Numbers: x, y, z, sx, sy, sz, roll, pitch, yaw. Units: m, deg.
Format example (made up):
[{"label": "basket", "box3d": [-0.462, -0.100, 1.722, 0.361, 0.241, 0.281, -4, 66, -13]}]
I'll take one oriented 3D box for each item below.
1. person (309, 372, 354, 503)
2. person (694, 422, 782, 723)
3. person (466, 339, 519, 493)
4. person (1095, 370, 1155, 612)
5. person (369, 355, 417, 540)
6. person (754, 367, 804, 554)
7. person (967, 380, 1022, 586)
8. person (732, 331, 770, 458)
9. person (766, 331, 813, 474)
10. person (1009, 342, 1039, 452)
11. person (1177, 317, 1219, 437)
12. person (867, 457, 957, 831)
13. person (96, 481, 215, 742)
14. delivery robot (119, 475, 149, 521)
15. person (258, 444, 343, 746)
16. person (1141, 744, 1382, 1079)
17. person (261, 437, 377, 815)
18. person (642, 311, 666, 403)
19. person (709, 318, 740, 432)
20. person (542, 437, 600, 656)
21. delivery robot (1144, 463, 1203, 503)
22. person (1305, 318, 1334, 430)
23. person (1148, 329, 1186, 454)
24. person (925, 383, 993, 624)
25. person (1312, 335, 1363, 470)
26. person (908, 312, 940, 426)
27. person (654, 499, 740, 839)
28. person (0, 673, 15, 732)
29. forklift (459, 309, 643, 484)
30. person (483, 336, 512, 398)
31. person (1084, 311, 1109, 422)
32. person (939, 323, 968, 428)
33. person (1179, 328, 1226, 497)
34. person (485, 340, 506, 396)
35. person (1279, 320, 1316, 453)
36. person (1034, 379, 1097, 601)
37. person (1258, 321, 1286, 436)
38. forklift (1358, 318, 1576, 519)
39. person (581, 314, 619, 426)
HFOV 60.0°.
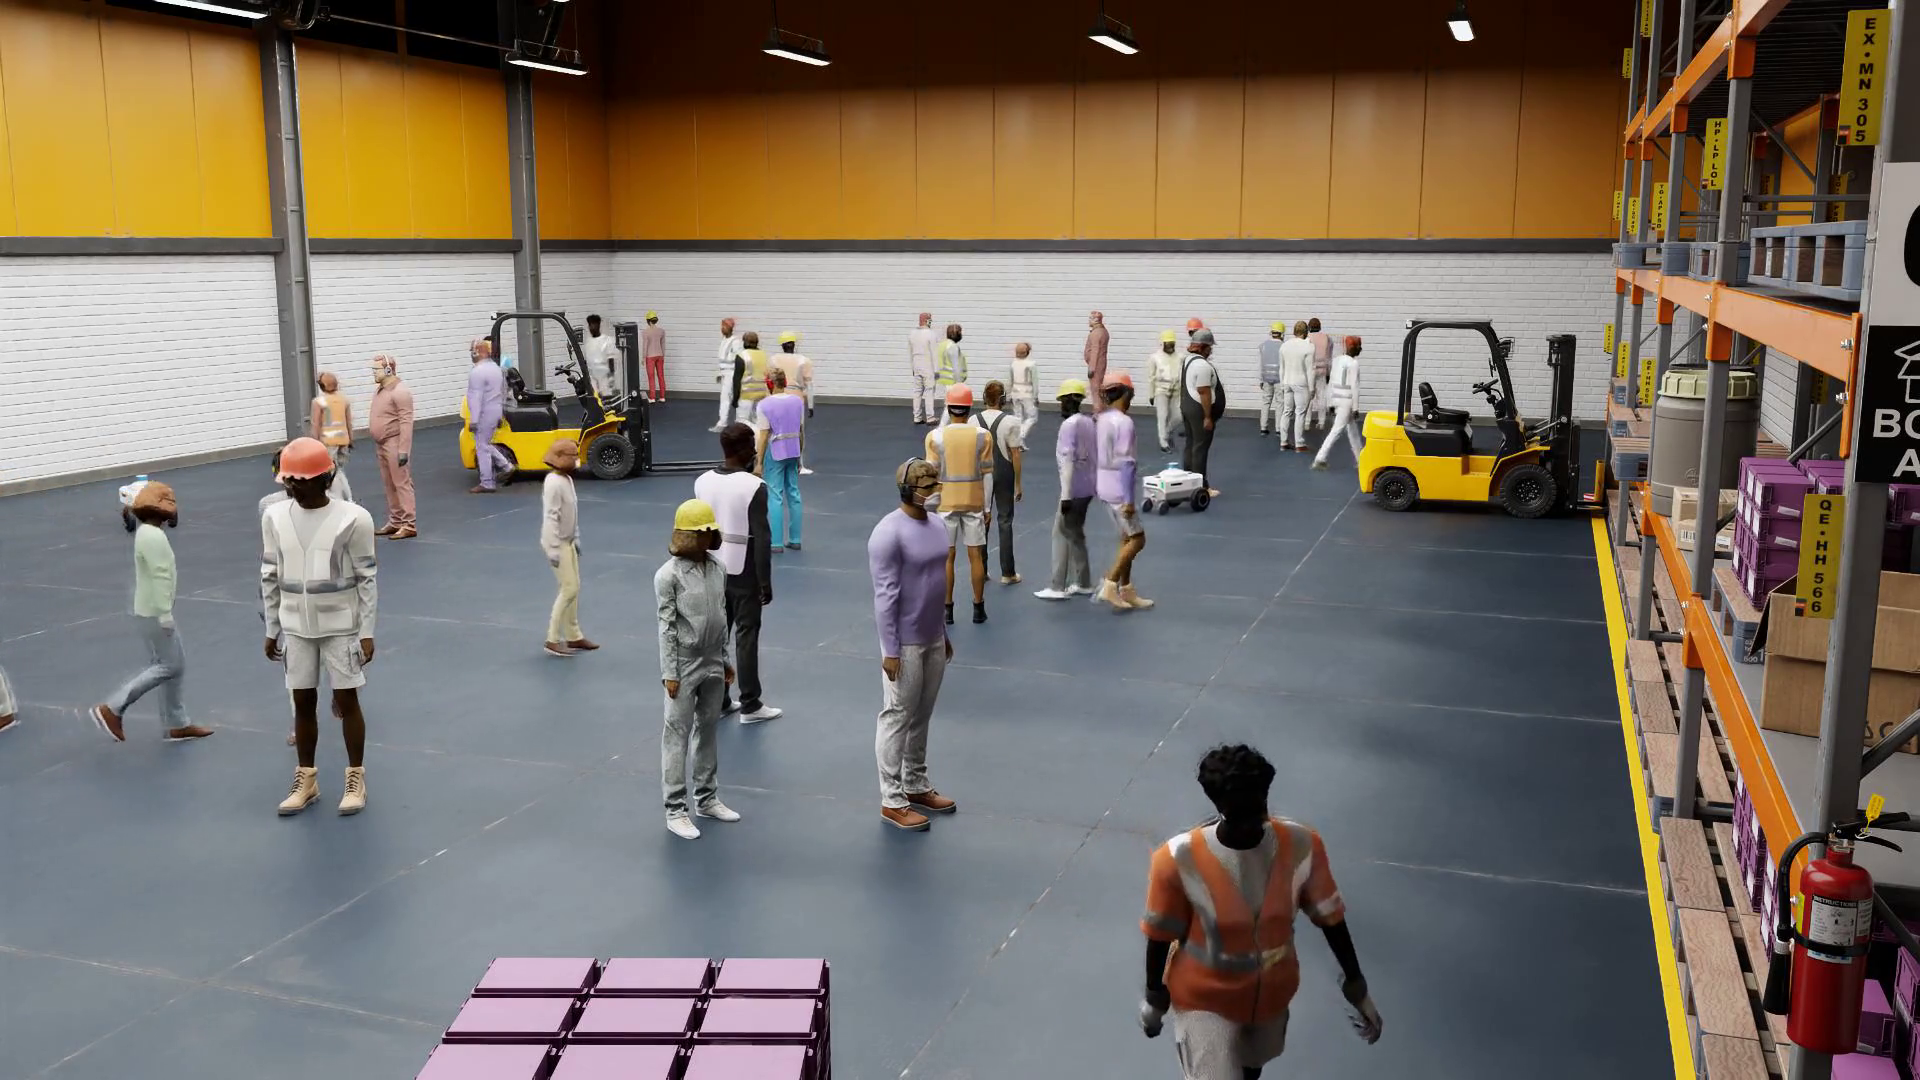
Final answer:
[{"label": "person", "box3d": [-7.040, -1.071, 18.632, 0.372, 1.624, 0.516, 5, 11, 25]}, {"label": "person", "box3d": [-1.440, 0.211, 10.587, 0.590, 1.916, 0.394, 7, 12, 35]}, {"label": "person", "box3d": [-5.790, -1.511, 20.377, 0.490, 1.891, 0.648, 1, 10, 3]}, {"label": "person", "box3d": [1.365, -0.392, 13.748, 0.460, 1.997, 0.640, -2, 10, -10]}, {"label": "person", "box3d": [-5.894, -0.960, 17.207, 0.401, 1.907, 0.646, -9, 13, -40]}, {"label": "person", "box3d": [-1.766, -0.782, 16.391, 0.389, 1.839, 0.563, 10, 14, 44]}, {"label": "person", "box3d": [0.311, -0.508, 14.849, 0.504, 1.840, 0.345, 4, 11, 19]}, {"label": "person", "box3d": [-2.927, -2.038, 23.505, 0.608, 1.823, 0.645, 7, 12, 36]}, {"label": "person", "box3d": [-2.279, -1.823, 22.141, 0.658, 1.887, 0.635, 0, 10, 0]}, {"label": "person", "box3d": [0.911, -2.077, 24.269, 0.538, 1.624, 0.413, 8, 13, 39]}, {"label": "person", "box3d": [3.818, -2.589, 26.369, 0.718, 1.908, 0.551, -4, 11, -22]}, {"label": "person", "box3d": [-0.234, 0.529, 8.727, 0.372, 1.940, 0.627, 5, 11, 28]}, {"label": "person", "box3d": [-4.920, 0.449, 10.086, 0.552, 1.609, 0.539, -5, 11, -25]}, {"label": "delivery robot", "box3d": [-8.790, -0.454, 17.897, 0.477, 0.478, 0.707, -8, 13, -39]}, {"label": "person", "box3d": [-4.020, 0.309, 10.240, 0.541, 1.843, 0.557, 0, 10, 0]}, {"label": "person", "box3d": [0.856, 1.357, 4.916, 0.650, 1.633, 0.851, -3, 10, -16]}, {"label": "person", "box3d": [-3.405, 0.463, 8.830, 0.605, 2.034, 0.392, 0, 10, 1]}, {"label": "person", "box3d": [-5.883, -3.502, 31.917, 0.311, 1.769, 0.522, 9, 14, 42]}, {"label": "person", "box3d": [-3.727, -2.697, 27.115, 0.820, 1.861, 0.599, -5, 11, -24]}, {"label": "person", "box3d": [-2.906, 0.048, 12.314, 0.355, 1.622, 0.545, 0, 10, 0]}, {"label": "delivery robot", "box3d": [2.426, -0.635, 18.915, 0.707, 0.478, 0.477, -8, 13, -38]}, {"label": "person", "box3d": [5.806, -2.725, 27.334, 0.634, 1.839, 0.429, -3, 10, -16]}, {"label": "person", "box3d": [3.035, -2.161, 24.211, 0.622, 1.817, 0.415, -3, 10, -16]}, {"label": "person", "box3d": [-0.008, -0.288, 13.328, 0.547, 1.939, 0.376, -1, 10, -4]}, {"label": "person", "box3d": [5.209, -1.848, 22.425, 0.994, 1.834, 0.582, -2, 10, -12]}, {"label": "person", "box3d": [-0.570, -2.877, 28.003, 0.642, 1.907, 0.410, 9, 14, 42]}, {"label": "person", "box3d": [-1.350, 0.650, 8.597, 0.295, 1.744, 0.484, 7, 12, 34]}, {"label": "person", "box3d": [-6.113, 0.455, 10.078, 0.515, 1.598, 0.714, 4, 11, 20]}, {"label": "forklift", "box3d": [-5.354, -1.902, 21.697, 2.313, 2.155, 1.214, -2, 10, -13]}, {"label": "person", "box3d": [-7.005, -2.245, 25.062, 0.541, 1.681, 0.496, -1, 10, -5]}, {"label": "person", "box3d": [2.320, -2.971, 28.539, 0.402, 1.906, 0.669, 4, 11, 20]}, {"label": "person", "box3d": [-0.123, -2.412, 25.642, 0.491, 1.854, 0.637, -2, 10, -8]}, {"label": "person", "box3d": [2.943, -1.548, 20.140, 0.537, 2.000, 0.685, -2, 10, -12]}, {"label": "person", "box3d": [-6.370, -1.881, 22.844, 0.529, 1.744, 0.698, 10, 14, 43]}, {"label": "person", "box3d": [4.943, -2.245, 24.385, 0.367, 1.931, 0.632, -8, 13, -38]}, {"label": "person", "box3d": [0.934, -0.430, 14.304, 0.487, 1.892, 0.701, 4, 11, 21]}, {"label": "person", "box3d": [5.028, -2.559, 26.453, 0.595, 1.825, 0.403, 7, 12, 36]}, {"label": "forklift", "box3d": [5.787, -1.437, 19.079, 2.313, 2.155, 1.214, 3, 11, 19]}, {"label": "person", "box3d": [-5.778, -2.667, 26.718, 0.628, 1.943, 0.724, 3, 10, 15]}]
